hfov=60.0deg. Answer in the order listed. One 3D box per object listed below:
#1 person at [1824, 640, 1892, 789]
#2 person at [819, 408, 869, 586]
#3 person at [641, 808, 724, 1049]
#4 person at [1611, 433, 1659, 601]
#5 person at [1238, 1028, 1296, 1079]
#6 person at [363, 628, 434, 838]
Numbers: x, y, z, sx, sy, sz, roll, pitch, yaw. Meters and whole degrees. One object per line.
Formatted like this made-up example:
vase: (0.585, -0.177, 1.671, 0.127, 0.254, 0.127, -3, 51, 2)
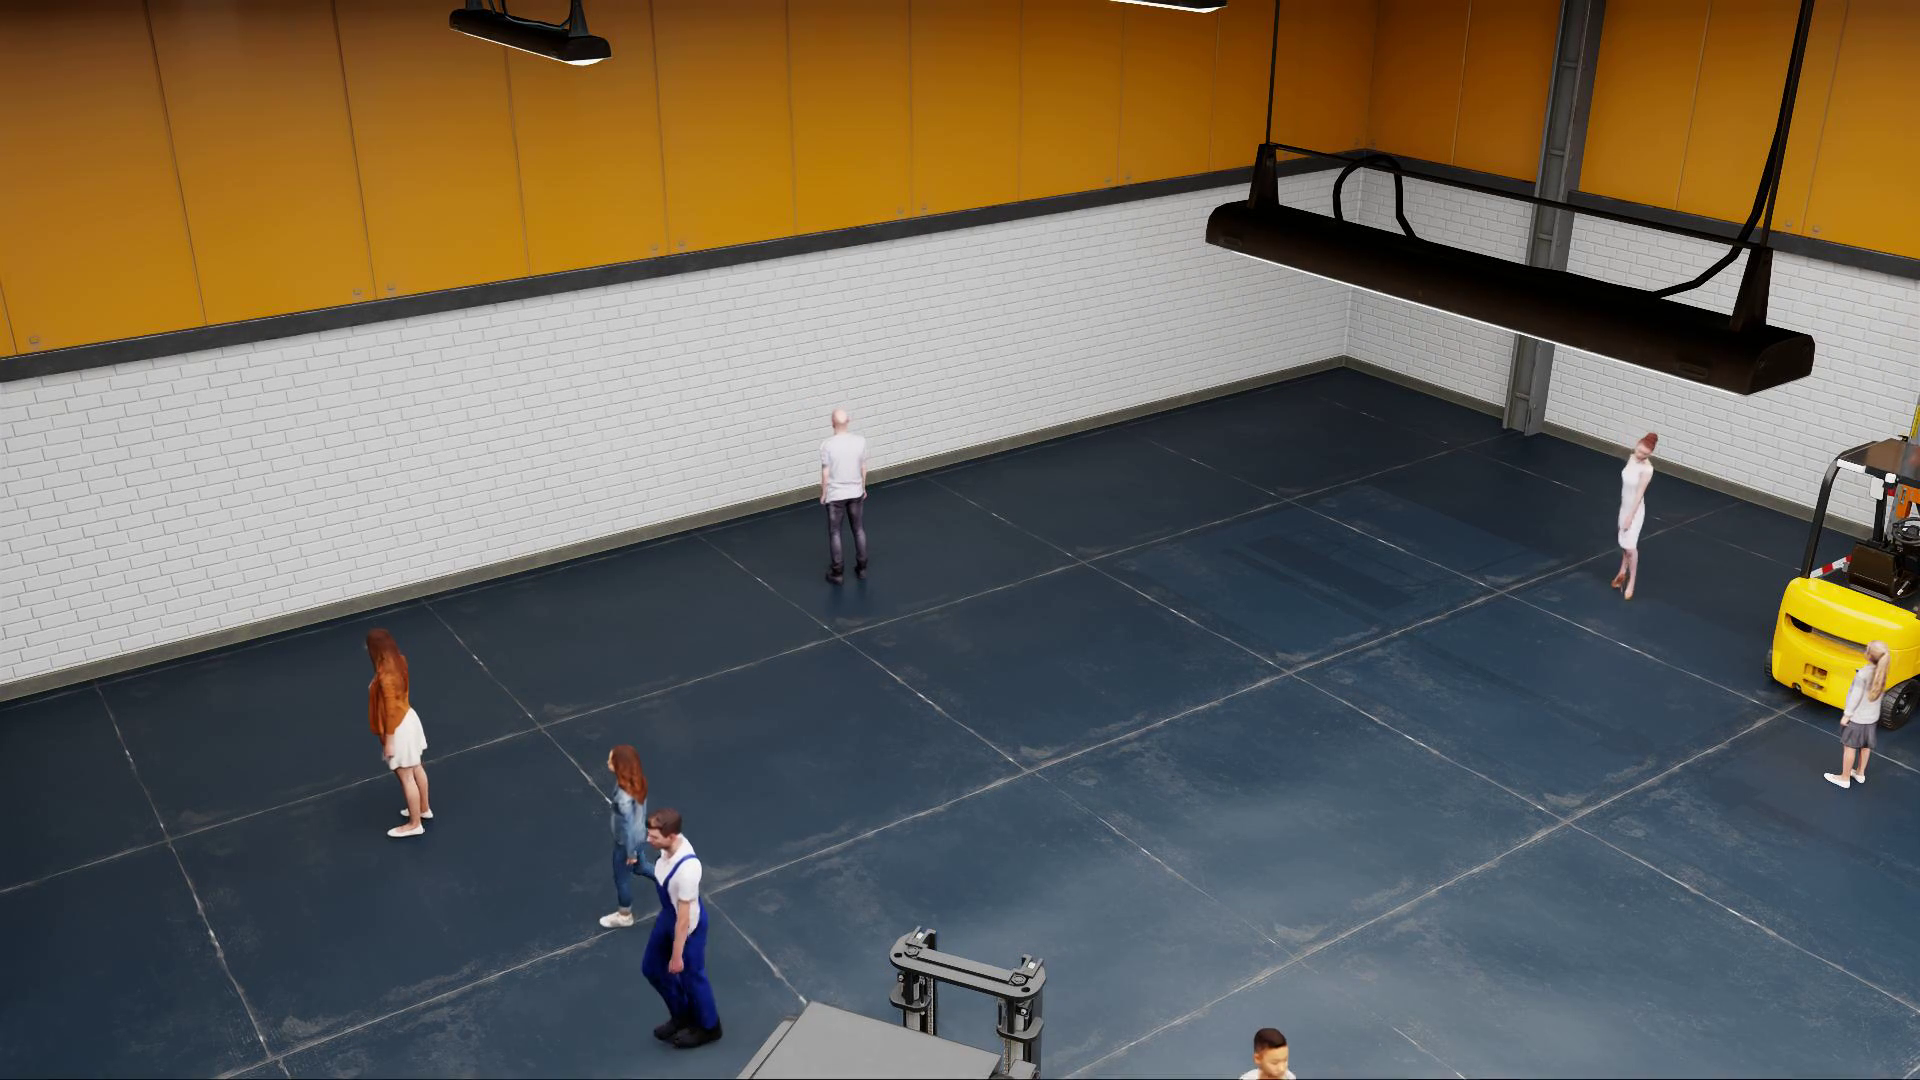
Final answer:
person: (7.206, 1.375, 13.280, 0.550, 1.275, 0.567, -10, 25, -21)
person: (-1.172, -0.451, 16.761, 0.691, 1.831, 0.603, -12, 26, -25)
person: (-1.611, 2.389, 10.271, 0.777, 1.827, 0.684, -9, 25, -20)
person: (6.657, -0.284, 16.456, 0.757, 1.770, 0.654, 6, 24, 14)
person: (1.537, 3.199, 8.903, 0.726, 1.438, 1.053, -8, 25, -17)
person: (-4.240, 1.431, 12.593, 0.769, 1.722, 0.671, 0, 24, 1)
